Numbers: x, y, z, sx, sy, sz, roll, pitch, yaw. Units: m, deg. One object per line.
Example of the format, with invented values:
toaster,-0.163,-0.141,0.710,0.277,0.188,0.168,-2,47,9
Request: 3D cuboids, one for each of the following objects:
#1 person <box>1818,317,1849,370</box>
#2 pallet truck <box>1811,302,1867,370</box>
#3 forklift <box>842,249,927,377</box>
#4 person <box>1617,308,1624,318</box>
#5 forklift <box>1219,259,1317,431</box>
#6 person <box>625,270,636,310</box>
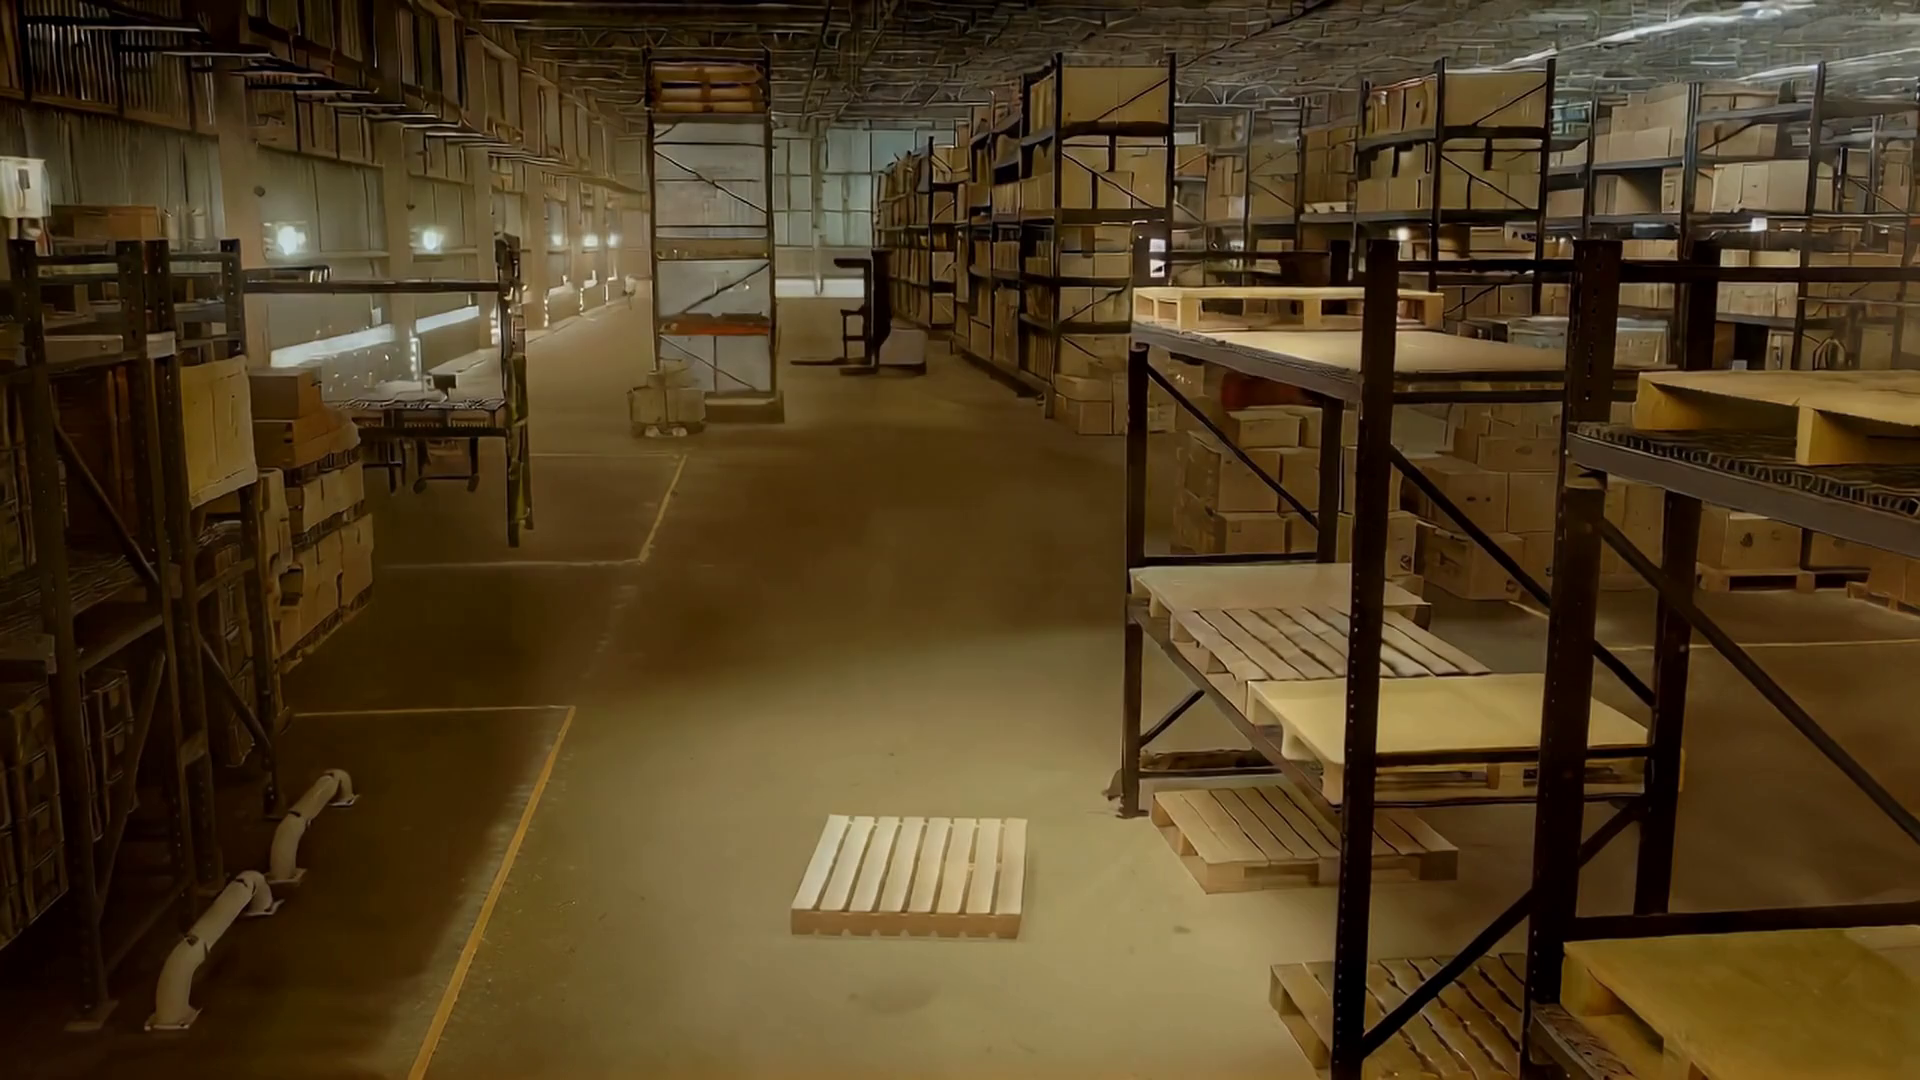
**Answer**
person,12.916,-2.351,24.667,0.393,1.911,0.589,8,13,38
pallet truck,15.846,-3.142,28.793,1.885,1.965,0.823,2,10,12
forklift,-1.700,-5.039,36.852,1.873,2.768,1.129,-1,10,-4
person,11.587,-3.187,29.480,0.633,1.840,0.429,10,14,43
forklift,4.818,-2.741,24.121,1.873,2.768,1.129,-1,10,-6
person,-14.239,-10.792,71.908,0.484,1.735,0.311,-8,13,-37
